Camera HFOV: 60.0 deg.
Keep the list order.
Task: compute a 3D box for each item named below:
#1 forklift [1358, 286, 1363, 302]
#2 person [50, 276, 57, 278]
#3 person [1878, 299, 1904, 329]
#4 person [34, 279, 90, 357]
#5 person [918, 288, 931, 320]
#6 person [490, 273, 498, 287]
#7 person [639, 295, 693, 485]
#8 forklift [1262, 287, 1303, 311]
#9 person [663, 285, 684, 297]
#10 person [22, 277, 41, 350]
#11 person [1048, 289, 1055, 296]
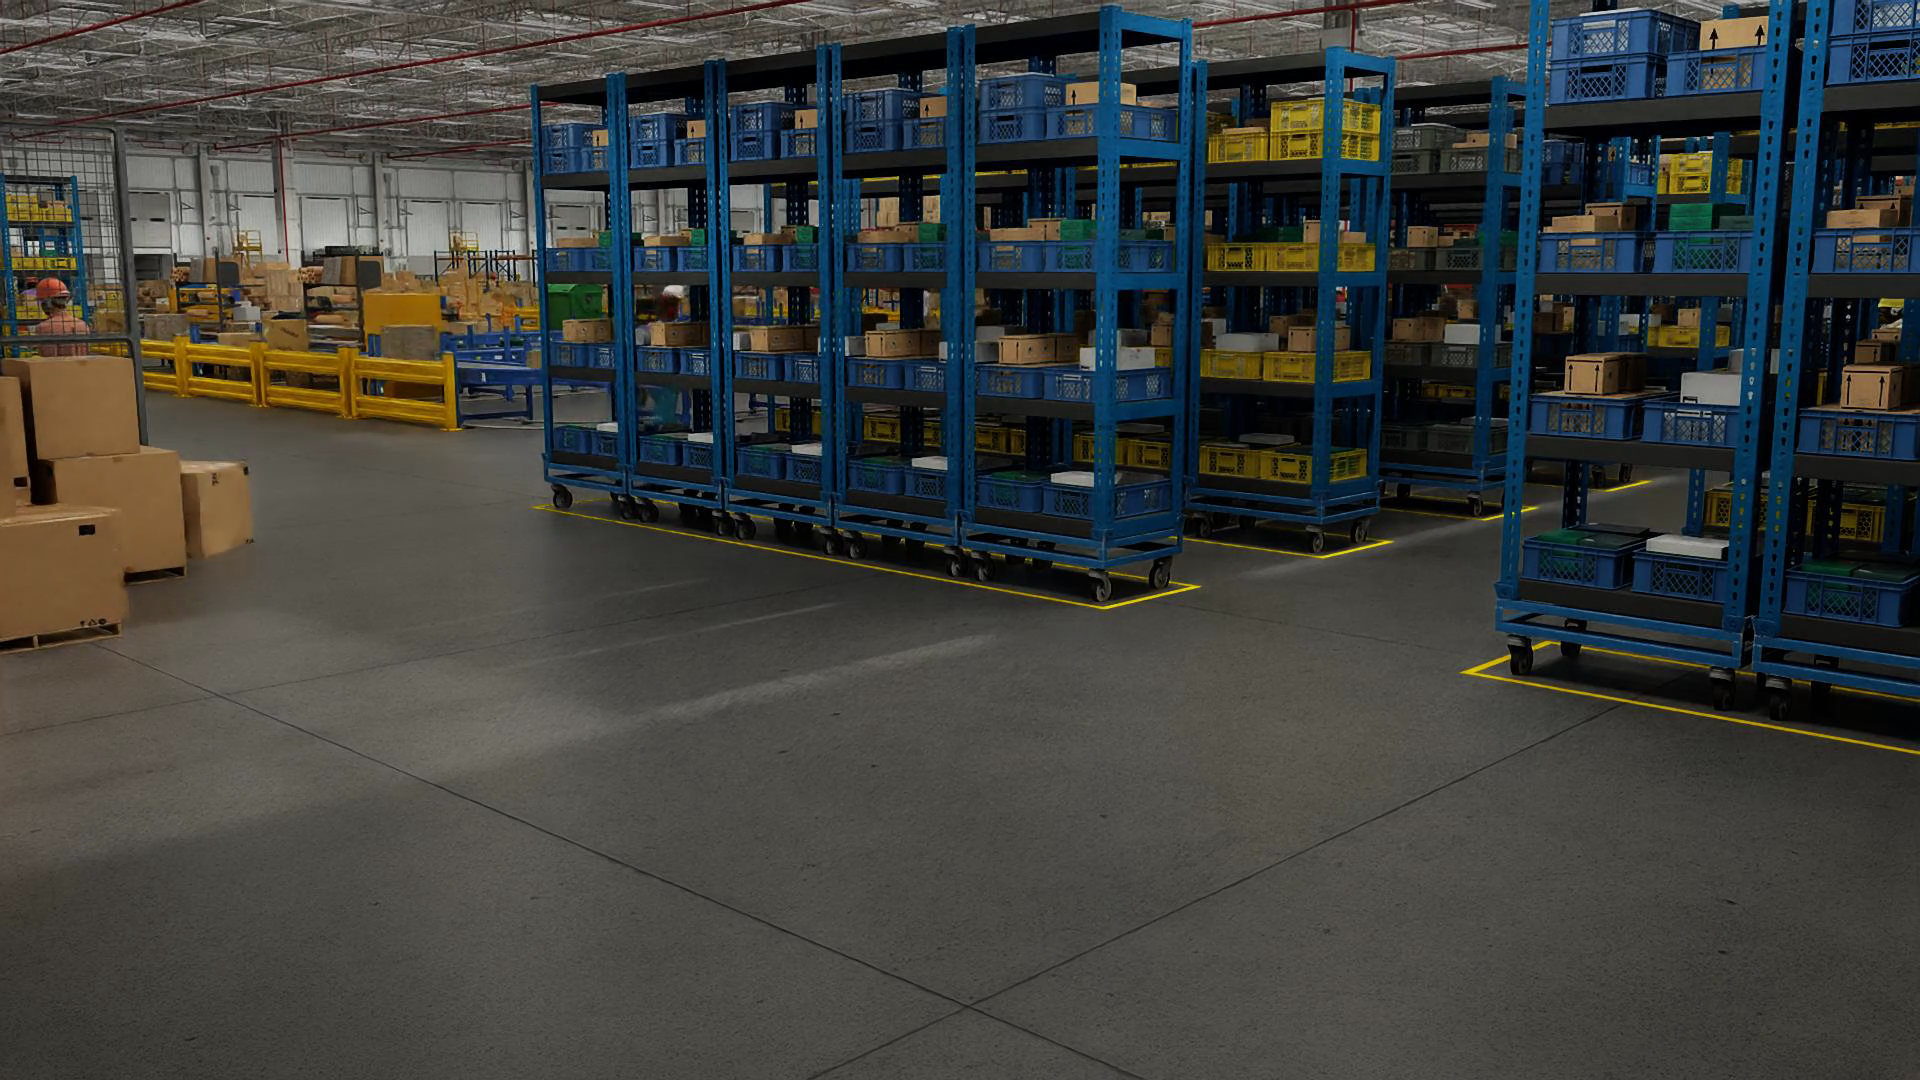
[{"bbox_3d":[11.100,-7.017,46.970,1.873,2.768,1.129,9,13,43],"label":"forklift"},{"bbox_3d":[-24.669,-6.307,45.439,0.846,1.956,0.643,-5,11,-28],"label":"person"},{"bbox_3d":[9.862,-1.725,17.723,0.404,1.832,0.596,2,9,9],"label":"person"},{"bbox_3d":[-7.815,-1.279,14.499,0.397,1.990,0.622,1,9,8],"label":"person"},{"bbox_3d":[-0.942,-5.637,41.776,0.403,1.817,0.596,-2,10,-14],"label":"person"},{"bbox_3d":[-20.770,-10.913,73.884,0.951,1.903,0.554,-4,10,-24],"label":"person"},{"bbox_3d":[-2.757,-1.444,16.021,0.602,1.813,0.770,8,12,39],"label":"person"},{"bbox_3d":[10.769,-8.203,54.240,1.129,2.768,1.873,8,12,42],"label":"forklift"},{"bbox_3d":[-8.698,-7.053,50.334,0.659,1.860,0.980,-7,12,-38],"label":"person"},{"bbox_3d":[-21.100,-5.051,38.017,0.557,1.897,0.684,-8,12,-39],"label":"person"},{"bbox_3d":[2.780,-7.092,50.093,0.611,2.012,0.807,3,10,19],"label":"person"}]
